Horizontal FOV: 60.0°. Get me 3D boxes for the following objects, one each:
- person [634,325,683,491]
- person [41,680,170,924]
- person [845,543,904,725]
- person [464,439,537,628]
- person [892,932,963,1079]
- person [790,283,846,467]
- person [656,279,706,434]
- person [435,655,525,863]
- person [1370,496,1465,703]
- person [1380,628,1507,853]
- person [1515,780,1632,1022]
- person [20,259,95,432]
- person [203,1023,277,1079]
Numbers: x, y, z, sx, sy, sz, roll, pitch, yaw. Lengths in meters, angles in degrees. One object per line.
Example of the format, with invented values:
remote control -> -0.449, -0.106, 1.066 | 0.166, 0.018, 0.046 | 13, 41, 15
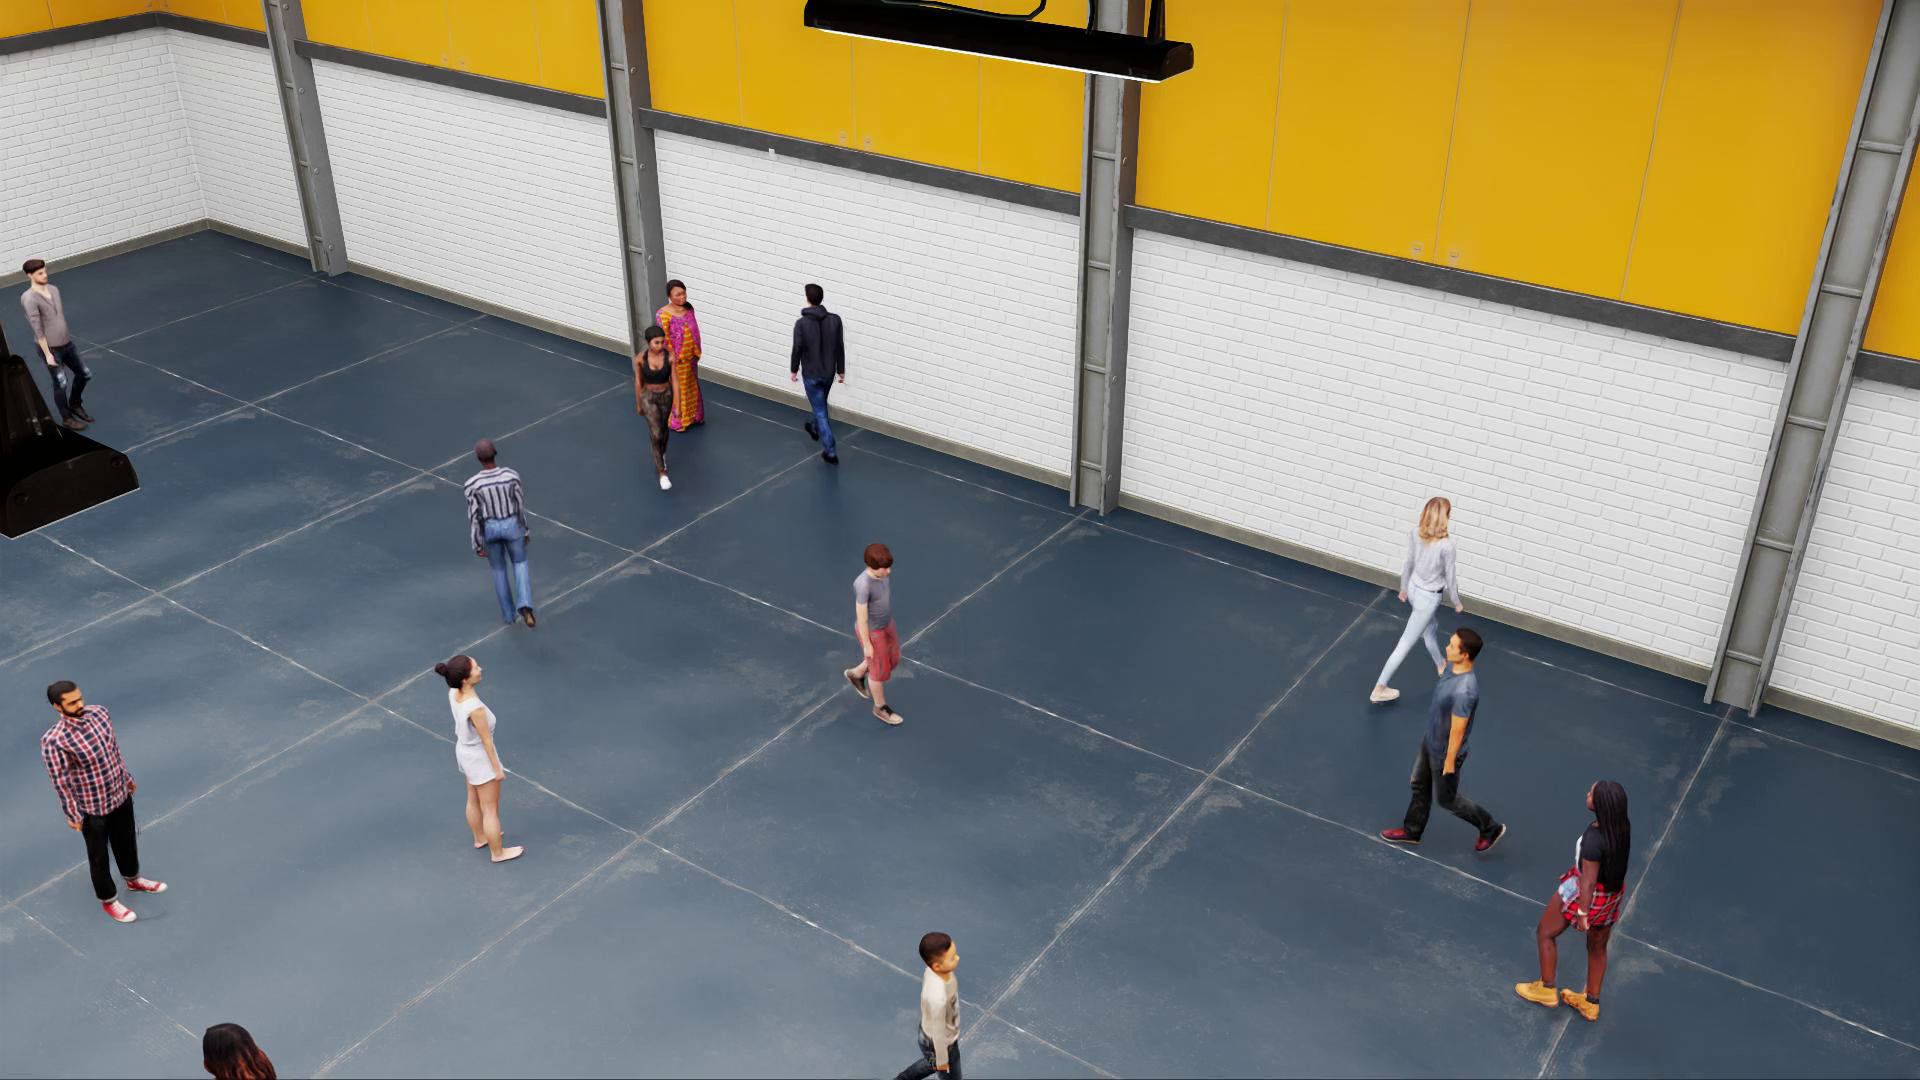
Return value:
person -> -3.037, -1.393, 16.628 | 0.988, 1.650, 1.130 | -7, 29, -13
person -> -5.647, 1.671, 10.896 | 0.719, 1.761, 0.762 | 8, 30, 15
person -> -0.716, 0.684, 12.846 | 0.820, 1.625, 0.644 | 11, 31, 20
person -> -3.805, 0.009, 13.925 | 0.848, 1.777, 0.946 | -13, 31, -23
person -> -0.172, 2.747, 9.247 | 0.926, 1.449, 0.816 | 0, 29, 1
person -> -1.407, -1.635, 16.878 | 1.052, 1.834, 1.311 | -14, 32, -24
person -> -2.962, -1.991, 17.690 | 0.675, 1.683, 0.662 | 22, 36, 35
person -> -3.308, 1.488, 11.398 | 0.674, 1.600, 0.554 | -24, 37, -37
person -> 3.561, 0.522, 13.022 | 1.077, 1.742, 1.188 | -12, 31, -21
person -> 3.413, 1.404, 11.355 | 1.160, 1.789, 0.963 | 4, 29, 7
person -> 3.865, 2.208, 9.967 | 0.693, 1.706, 0.776 | -21, 35, -34
person -> -9.641, -2.053, 17.587 | 0.748, 1.889, 0.775 | 7, 29, 13
person -> -3.558, 3.080, 8.449 | 0.766, 1.629, 0.718 | -3, 29, -6
